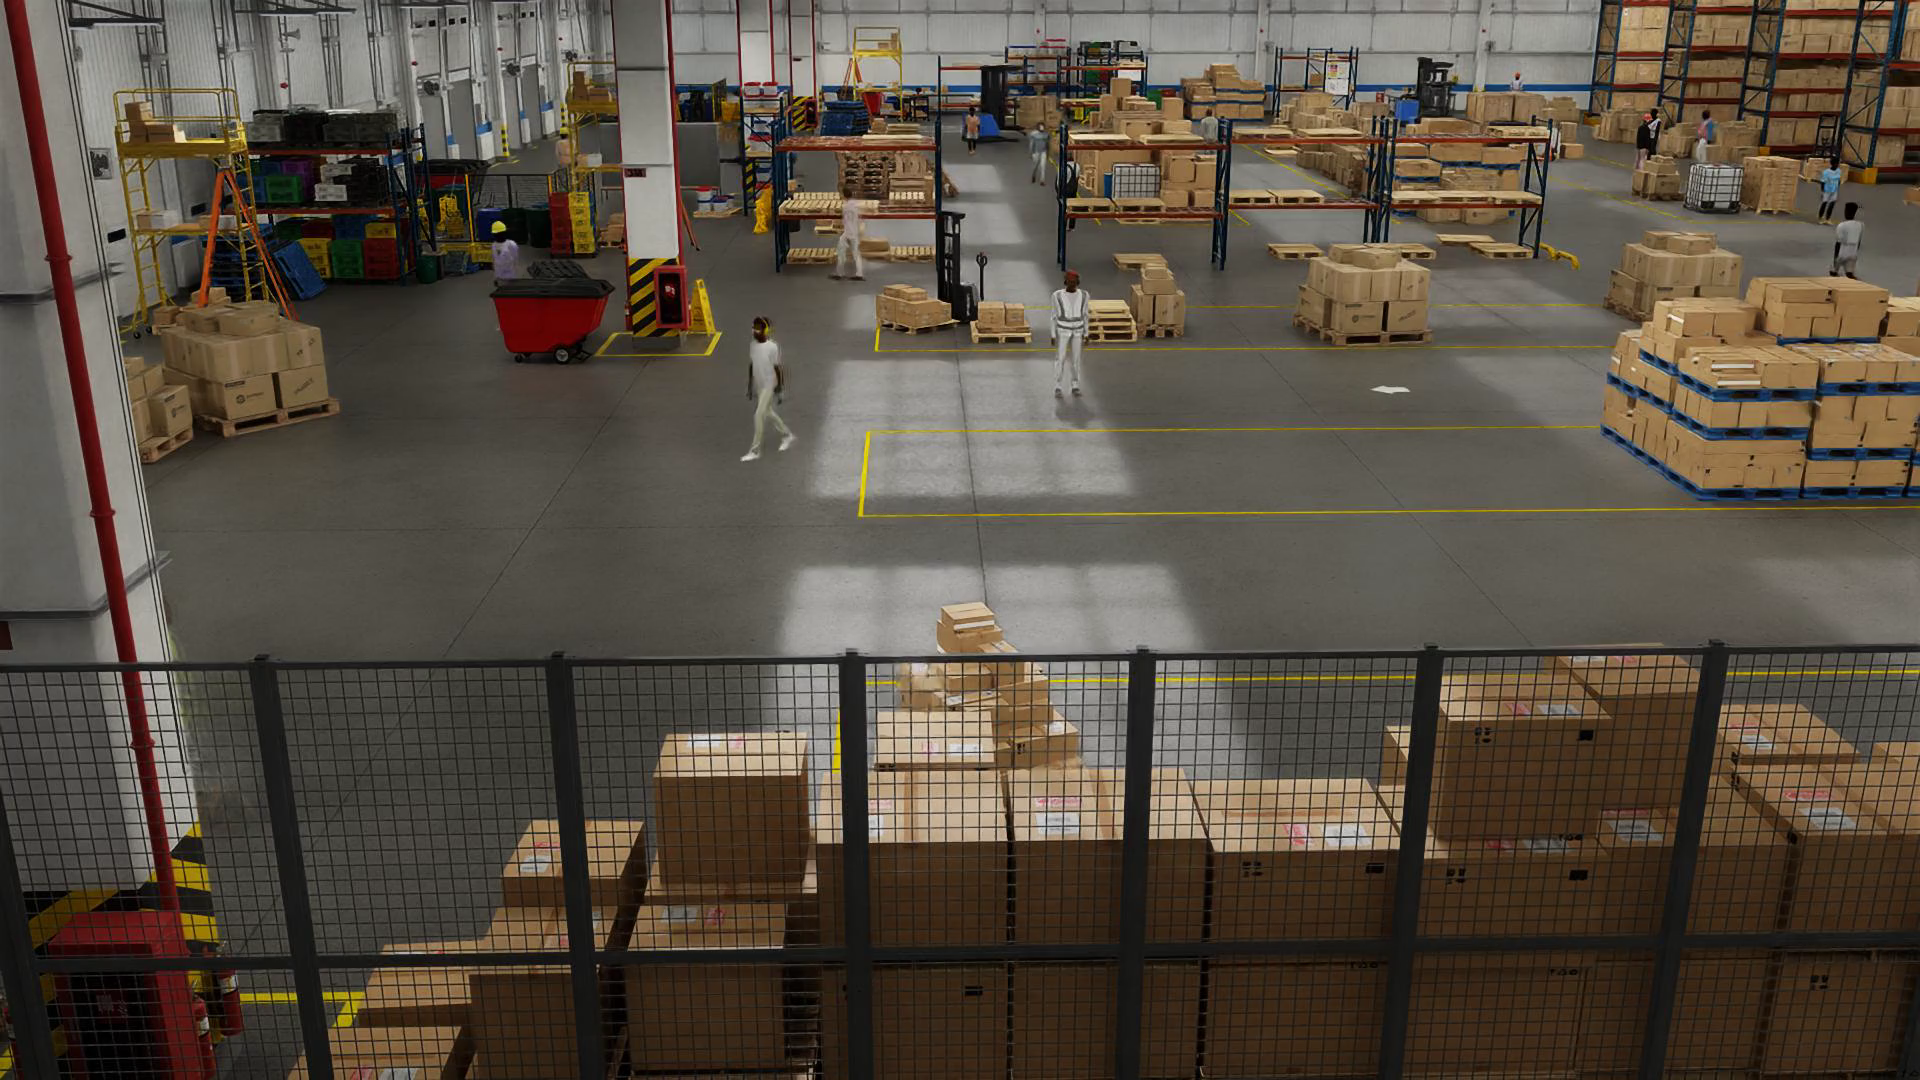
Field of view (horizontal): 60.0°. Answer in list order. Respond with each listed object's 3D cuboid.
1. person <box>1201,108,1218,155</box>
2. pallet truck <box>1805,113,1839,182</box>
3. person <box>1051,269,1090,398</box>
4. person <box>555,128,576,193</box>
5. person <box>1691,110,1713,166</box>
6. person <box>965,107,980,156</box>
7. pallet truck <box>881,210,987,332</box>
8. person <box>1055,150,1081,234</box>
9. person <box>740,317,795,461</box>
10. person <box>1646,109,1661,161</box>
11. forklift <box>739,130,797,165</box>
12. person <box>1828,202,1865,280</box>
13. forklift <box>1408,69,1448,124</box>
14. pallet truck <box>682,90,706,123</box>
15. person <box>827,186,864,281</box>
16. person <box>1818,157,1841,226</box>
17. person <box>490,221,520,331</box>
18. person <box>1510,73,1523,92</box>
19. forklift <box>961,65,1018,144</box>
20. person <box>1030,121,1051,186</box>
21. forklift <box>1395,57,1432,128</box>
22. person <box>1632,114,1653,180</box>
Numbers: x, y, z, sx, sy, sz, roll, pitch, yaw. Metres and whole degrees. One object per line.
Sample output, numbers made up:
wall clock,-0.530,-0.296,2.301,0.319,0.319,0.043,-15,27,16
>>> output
person,8.036,-12.971,53.802,0.629,1.940,0.379,-11,21,-29
pallet truck,26.403,-11.957,50.702,0.823,1.965,1.885,6,19,16
person,1.612,-3.024,24.376,0.585,1.882,0.337,-3,19,-10
person,-11.210,-10.767,47.369,0.606,1.880,1.008,-8,20,-23
person,24.342,-13.203,54.690,0.761,1.819,0.630,1,19,2
person,0.435,-14.303,58.189,0.536,1.655,0.852,1,19,2
pallet truck,-0.493,-4.759,29.349,1.885,1.965,0.823,-13,23,-34
person,2.547,-8.452,40.237,0.683,2.000,0.538,-17,25,-42
person,-2.477,-1.980,21.367,0.936,1.838,0.529,-18,25,-42
person,22.527,-13.051,54.085,0.393,1.912,0.589,-4,19,-12
forklift,-6.391,-13.889,55.073,1.873,2.768,1.129,-1,19,-1
person,16.708,-5.379,31.290,0.611,1.942,0.890,-3,19,-10
forklift,17.013,-15.594,60.131,1.129,2.768,1.873,-1,19,-2
pallet truck,-9.671,-15.907,62.421,0.823,1.965,1.885,5,19,15
person,-2.357,-6.215,33.806,0.879,1.903,0.652,4,19,12
person,21.732,-8.709,41.547,0.547,1.689,0.452,-4,19,-11
person,-7.922,-4.631,29.104,0.611,1.908,0.605,9,21,25
person,24.840,-19.891,74.332,0.547,1.938,0.359,8,20,23
forklift,1.090,-16.329,62.311,1.873,2.768,1.129,-10,21,-28
person,2.376,-11.551,49.616,0.641,1.924,0.615,-3,19,-10
forklift,19.099,-18.499,68.749,1.873,2.768,1.129,-1,19,-1
person,20.872,-11.985,50.790,0.382,1.995,0.612,-3,19,-8
